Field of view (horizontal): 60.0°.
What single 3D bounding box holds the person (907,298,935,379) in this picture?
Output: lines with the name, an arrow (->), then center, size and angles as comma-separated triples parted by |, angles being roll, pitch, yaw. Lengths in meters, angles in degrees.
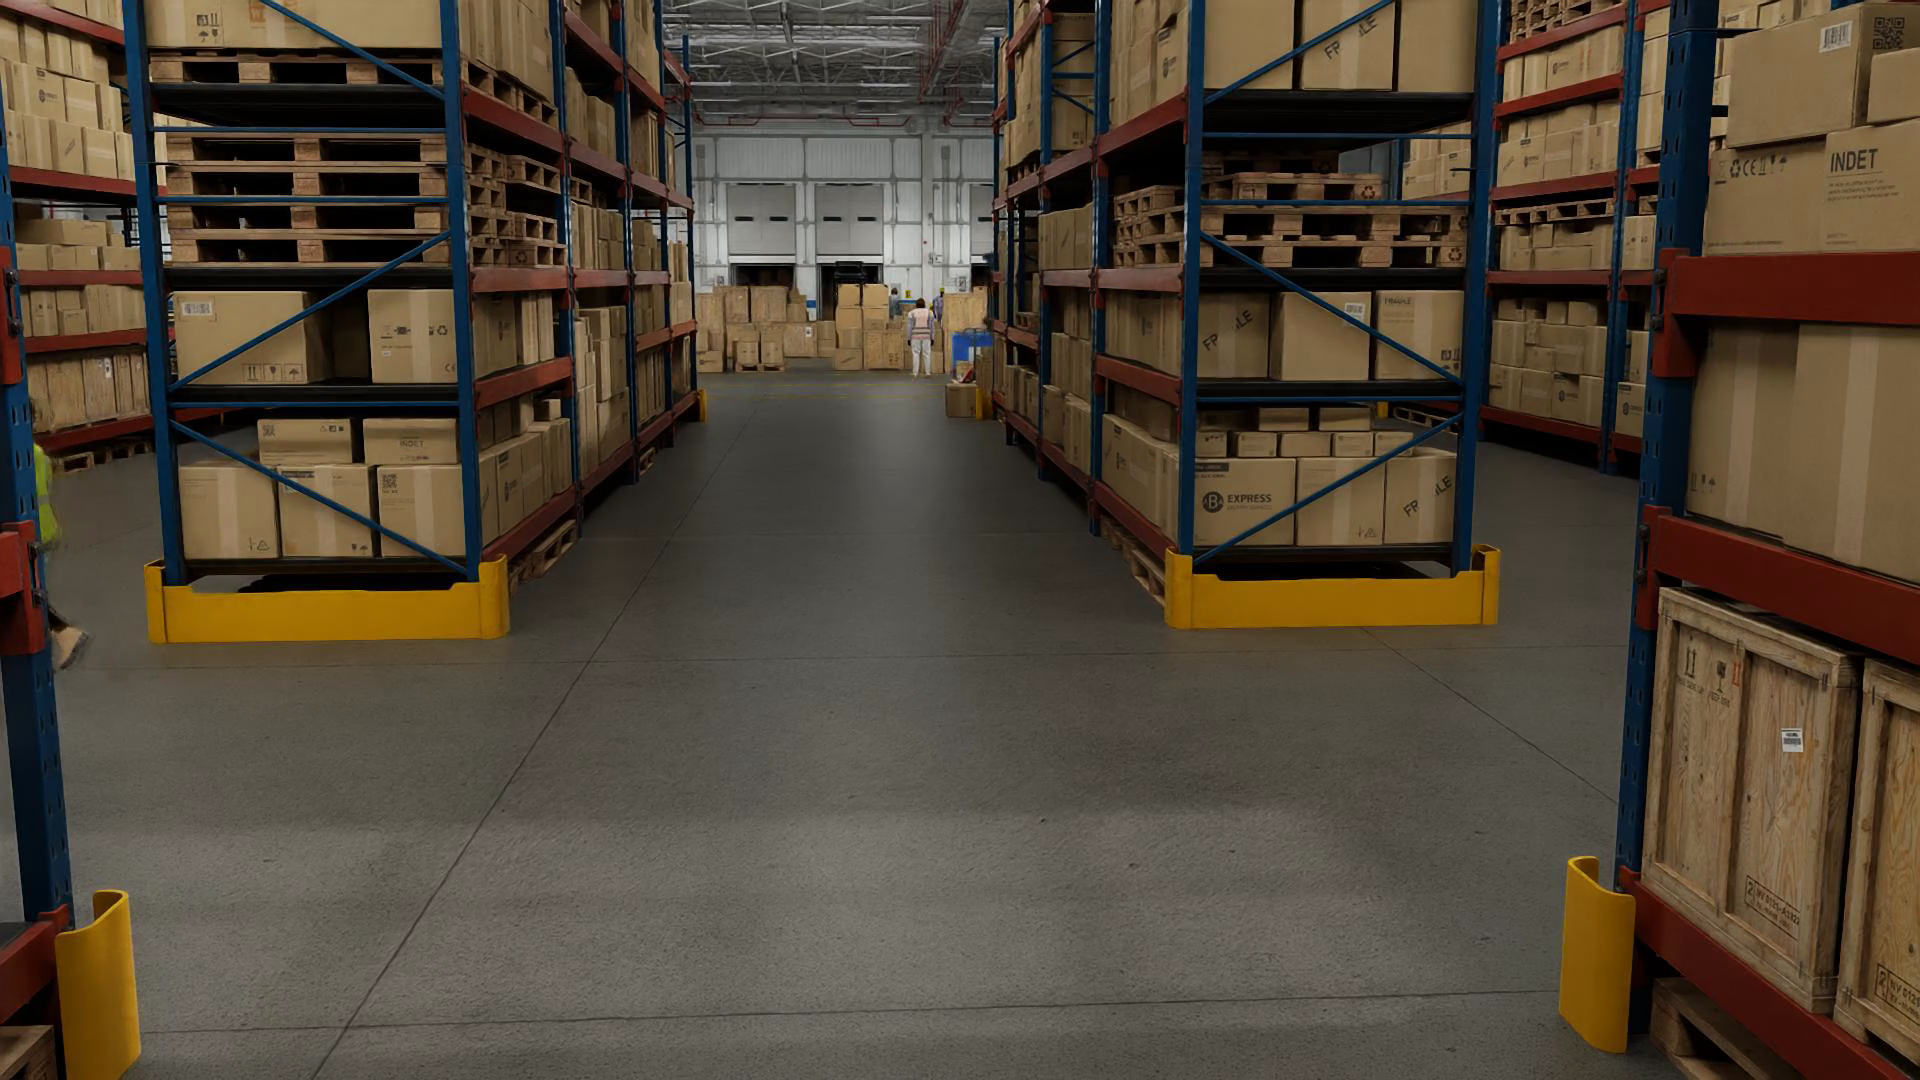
person -> -0.896, -4.592, 37.918 | 0.633, 1.841, 0.429 | -2, 9, -11

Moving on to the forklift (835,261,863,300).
forklift -> -3.671, -7.882, 55.321 | 1.129, 2.768, 1.873 | -1, 9, -4

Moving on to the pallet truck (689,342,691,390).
pallet truck -> -5.225, -3.008, 27.480 | 1.885, 1.965, 0.823 | 2, 9, 14

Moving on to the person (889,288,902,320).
person -> -2.306, -7.828, 57.980 | 0.636, 1.929, 0.385 | 3, 10, 20

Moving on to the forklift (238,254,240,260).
forklift -> -16.140, -5.040, 37.479 | 1.129, 2.768, 1.873 | -1, 9, -4

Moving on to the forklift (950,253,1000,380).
forklift -> 0.747, -4.878, 36.457 | 1.873, 2.768, 1.129 | -1, 9, -4

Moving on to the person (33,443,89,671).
person -> -5.375, -0.015, 9.662 | 0.482, 1.679, 0.539 | 0, 9, -3

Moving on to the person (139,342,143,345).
person -> -23.257, -6.118, 47.397 | 0.515, 1.876, 0.328 | 1, 9, 6

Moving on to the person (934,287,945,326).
person -> -0.650, -8.309, 60.988 | 0.589, 1.927, 0.368 | -1, 9, -6
